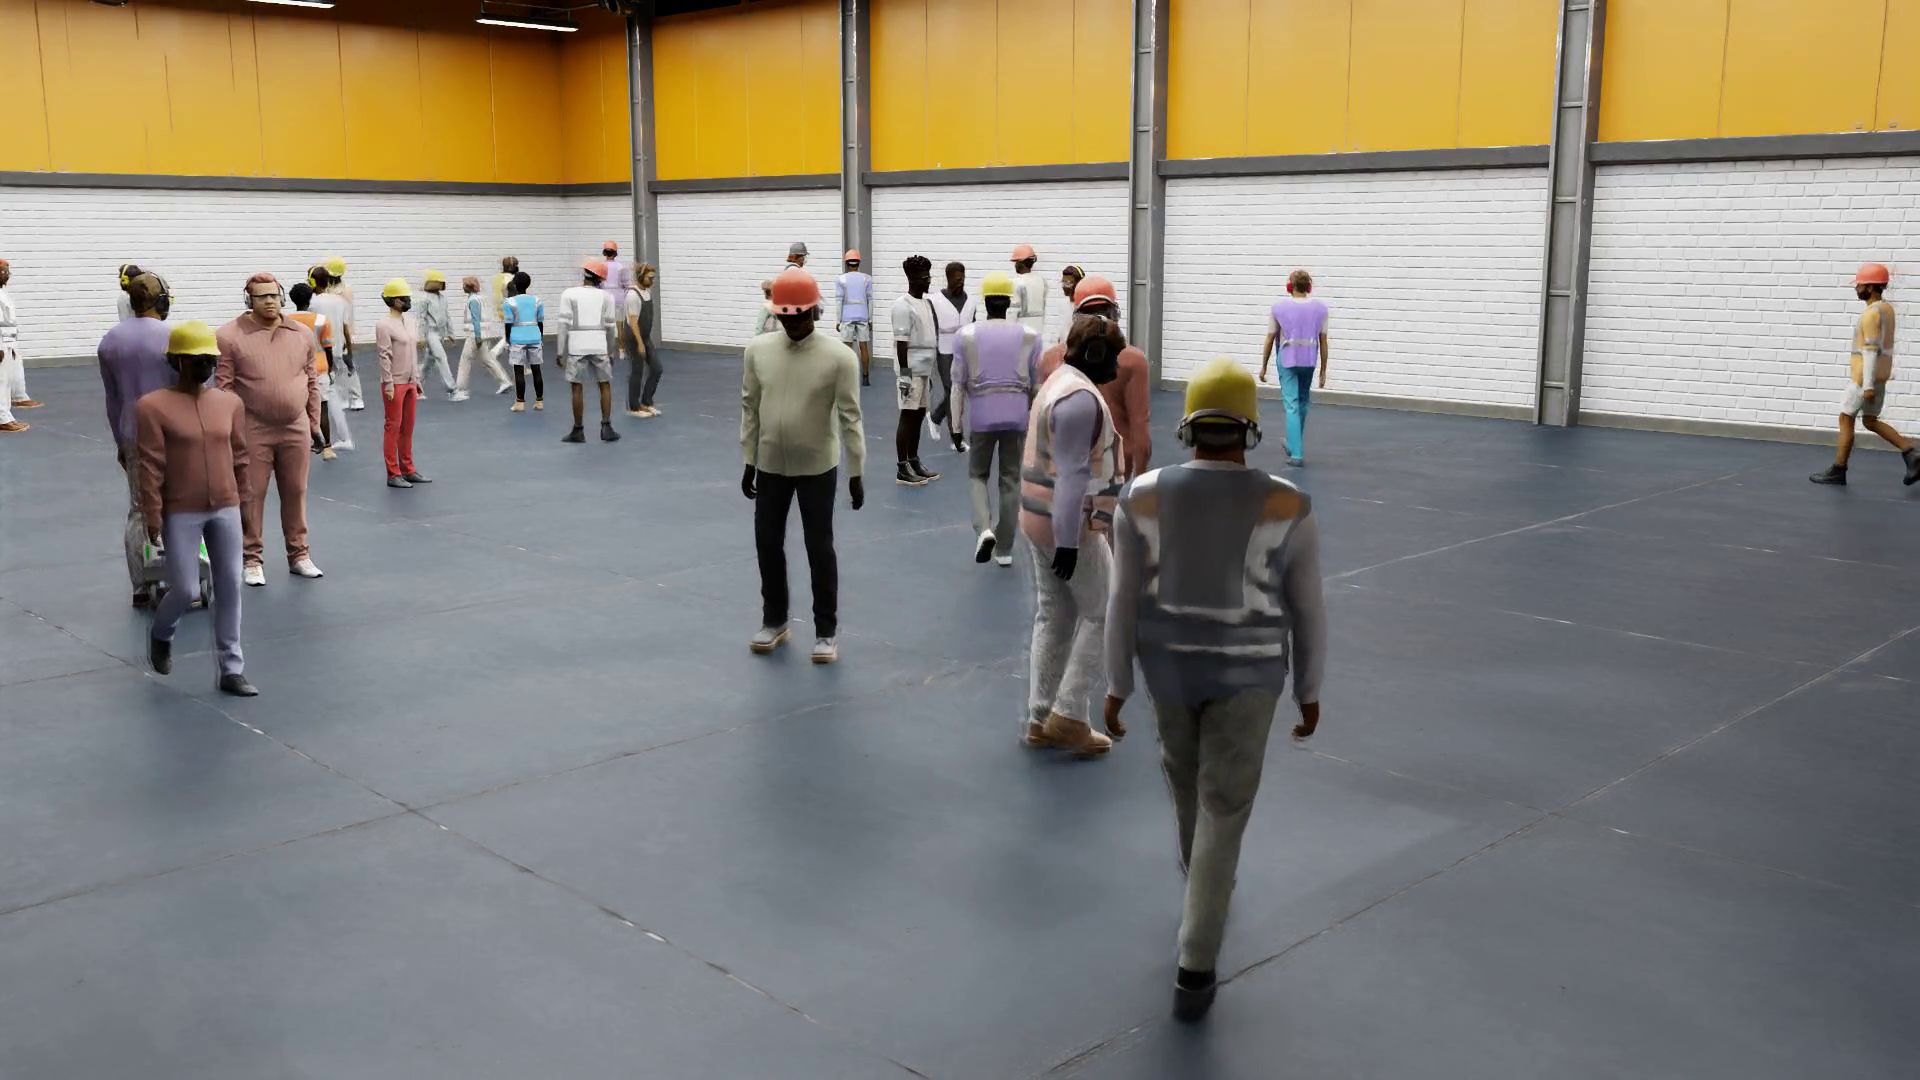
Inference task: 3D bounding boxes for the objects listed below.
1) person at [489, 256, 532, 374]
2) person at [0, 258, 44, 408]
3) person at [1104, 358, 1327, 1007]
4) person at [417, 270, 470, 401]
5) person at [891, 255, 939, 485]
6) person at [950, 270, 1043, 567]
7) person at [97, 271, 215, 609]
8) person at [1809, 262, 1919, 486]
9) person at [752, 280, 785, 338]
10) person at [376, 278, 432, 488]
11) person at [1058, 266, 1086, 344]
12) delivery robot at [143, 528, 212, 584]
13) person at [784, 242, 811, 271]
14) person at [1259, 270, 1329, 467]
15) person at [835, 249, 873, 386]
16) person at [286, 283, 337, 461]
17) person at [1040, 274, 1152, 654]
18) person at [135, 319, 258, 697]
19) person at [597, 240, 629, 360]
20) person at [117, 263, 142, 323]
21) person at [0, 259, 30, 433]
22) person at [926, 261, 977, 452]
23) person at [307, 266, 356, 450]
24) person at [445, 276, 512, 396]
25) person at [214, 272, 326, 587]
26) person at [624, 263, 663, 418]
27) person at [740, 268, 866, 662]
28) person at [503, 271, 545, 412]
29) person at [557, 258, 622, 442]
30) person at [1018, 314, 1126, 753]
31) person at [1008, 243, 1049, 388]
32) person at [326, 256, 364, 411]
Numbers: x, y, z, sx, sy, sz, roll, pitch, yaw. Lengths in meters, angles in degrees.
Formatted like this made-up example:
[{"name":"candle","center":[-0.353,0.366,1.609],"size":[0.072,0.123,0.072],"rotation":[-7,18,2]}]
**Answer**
[{"name":"person","center":[-6.903,-3.417,25.371],"size":[0.675,1.819,0.636],"rotation":[-8,13,-38]},{"name":"person","center":[-11.831,-2.524,20.415],"size":[0.790,1.861,0.583],"rotation":[-6,12,-28]},{"name":"person","center":[0.747,0.370,4.827],"size":[0.612,1.782,0.954],"rotation":[4,11,20]},{"name":"person","center":[-6.800,-2.644,21.519],"size":[0.947,1.694,0.499],"rotation":[3,11,18]},{"name":"person","center":[-0.380,-1.462,14.317],"size":[0.361,1.963,0.618],"rotation":[3,11,18]},{"name":"person","center":[0.236,-0.765,10.681],"size":[0.596,1.914,0.493],"rotation":[-1,10,-3]},{"name":"person","center":[-4.588,-0.558,9.511],"size":[0.622,1.932,0.376],"rotation":[3,11,16]},{"name":"person","center":[7.737,-1.382,14.040],"size":[0.549,1.920,0.816],"rotation":[-10,14,-43]},{"name":"person","center":[-2.279,-2.266,19.717],"size":[0.824,1.596,0.523],"rotation":[4,11,21]},{"name":"person","center":[-4.752,-1.334,14.162],"size":[0.305,1.772,0.525],"rotation":[2,11,11]},{"name":"person","center":[1.060,-1.574,15.256],"size":[0.329,1.855,0.506],"rotation":[-8,13,-38]},{"name":"delivery robot","center":[-4.560,0.039,9.728],"size":[0.477,0.478,0.707],"rotation":[-4,11,-20]},{"name":"person","center":[-2.373,-3.419,24.787],"size":[0.536,2.000,0.688],"rotation":[-2,11,-13]},{"name":"person","center":[3.123,-1.620,15.642],"size":[0.572,1.802,0.939],"rotation":[-2,11,-10]},{"name":"person","center":[-1.497,-3.133,23.538],"size":[0.542,1.929,0.368],"rotation":[-2,11,-13]},{"name":"person","center":[-6.192,-1.584,15.758],"size":[0.537,1.688,0.327],"rotation":[-1,10,-6]},{"name":"person","center":[0.642,-0.371,8.470],"size":[0.632,1.950,0.962],"rotation":[5,11,23]},{"name":"person","center":[-3.549,-0.148,7.719],"size":[0.556,1.753,0.538],"rotation":[8,13,38]},{"name":"person","center":[-5.947,-4.087,28.425],"size":[0.607,2.044,0.376],"rotation":[-1,10,-7]},{"name":"person","center":[-8.353,-1.892,16.990],"size":[0.635,1.850,0.530],"rotation":[1,10,7]},{"name":"person","center":[-10.404,-2.108,18.063],"size":[0.355,1.886,0.572],"rotation":[-4,11,-18]},{"name":"person","center":[-0.119,-1.844,16.658],"size":[0.624,1.878,0.846],"rotation":[-7,13,-35]},{"name":"person","center":[-6.428,-1.824,16.705],"size":[0.960,1.822,0.541],"rotation":[6,12,31]},{"name":"person","center":[-6.440,-2.728,22.225],"size":[0.850,1.599,0.530],"rotation":[-2,11,-12]},{"name":"person","center":[-4.218,-0.682,10.229],"size":[0.643,1.908,0.399],"rotation":[-10,14,-42]},{"name":"person","center":[-3.670,-2.301,19.294],"size":[0.528,1.816,0.555],"rotation":[3,11,14]},{"name":"person","center":[-0.794,-0.369,8.353],"size":[0.671,1.967,0.529],"rotation":[3,11,14]},{"name":"person","center":[-5.273,-2.394,20.137],"size":[0.535,1.697,0.318],"rotation":[-9,14,-40]},{"name":"person","center":[-3.824,-1.939,17.149],"size":[0.628,1.894,0.430],"rotation":[-4,11,-22]},{"name":"person","center":[0.483,-0.017,6.871],"size":[0.483,1.808,0.701],"rotation":[-1,10,-4]},{"name":"person","center":[0.733,-2.309,18.739],"size":[0.619,2.042,0.399],"rotation":[-9,14,-41]},{"name":"person","center":[-7.560,-2.506,20.270],"size":[0.367,1.879,0.685],"rotation":[-9,13,-39]}]
